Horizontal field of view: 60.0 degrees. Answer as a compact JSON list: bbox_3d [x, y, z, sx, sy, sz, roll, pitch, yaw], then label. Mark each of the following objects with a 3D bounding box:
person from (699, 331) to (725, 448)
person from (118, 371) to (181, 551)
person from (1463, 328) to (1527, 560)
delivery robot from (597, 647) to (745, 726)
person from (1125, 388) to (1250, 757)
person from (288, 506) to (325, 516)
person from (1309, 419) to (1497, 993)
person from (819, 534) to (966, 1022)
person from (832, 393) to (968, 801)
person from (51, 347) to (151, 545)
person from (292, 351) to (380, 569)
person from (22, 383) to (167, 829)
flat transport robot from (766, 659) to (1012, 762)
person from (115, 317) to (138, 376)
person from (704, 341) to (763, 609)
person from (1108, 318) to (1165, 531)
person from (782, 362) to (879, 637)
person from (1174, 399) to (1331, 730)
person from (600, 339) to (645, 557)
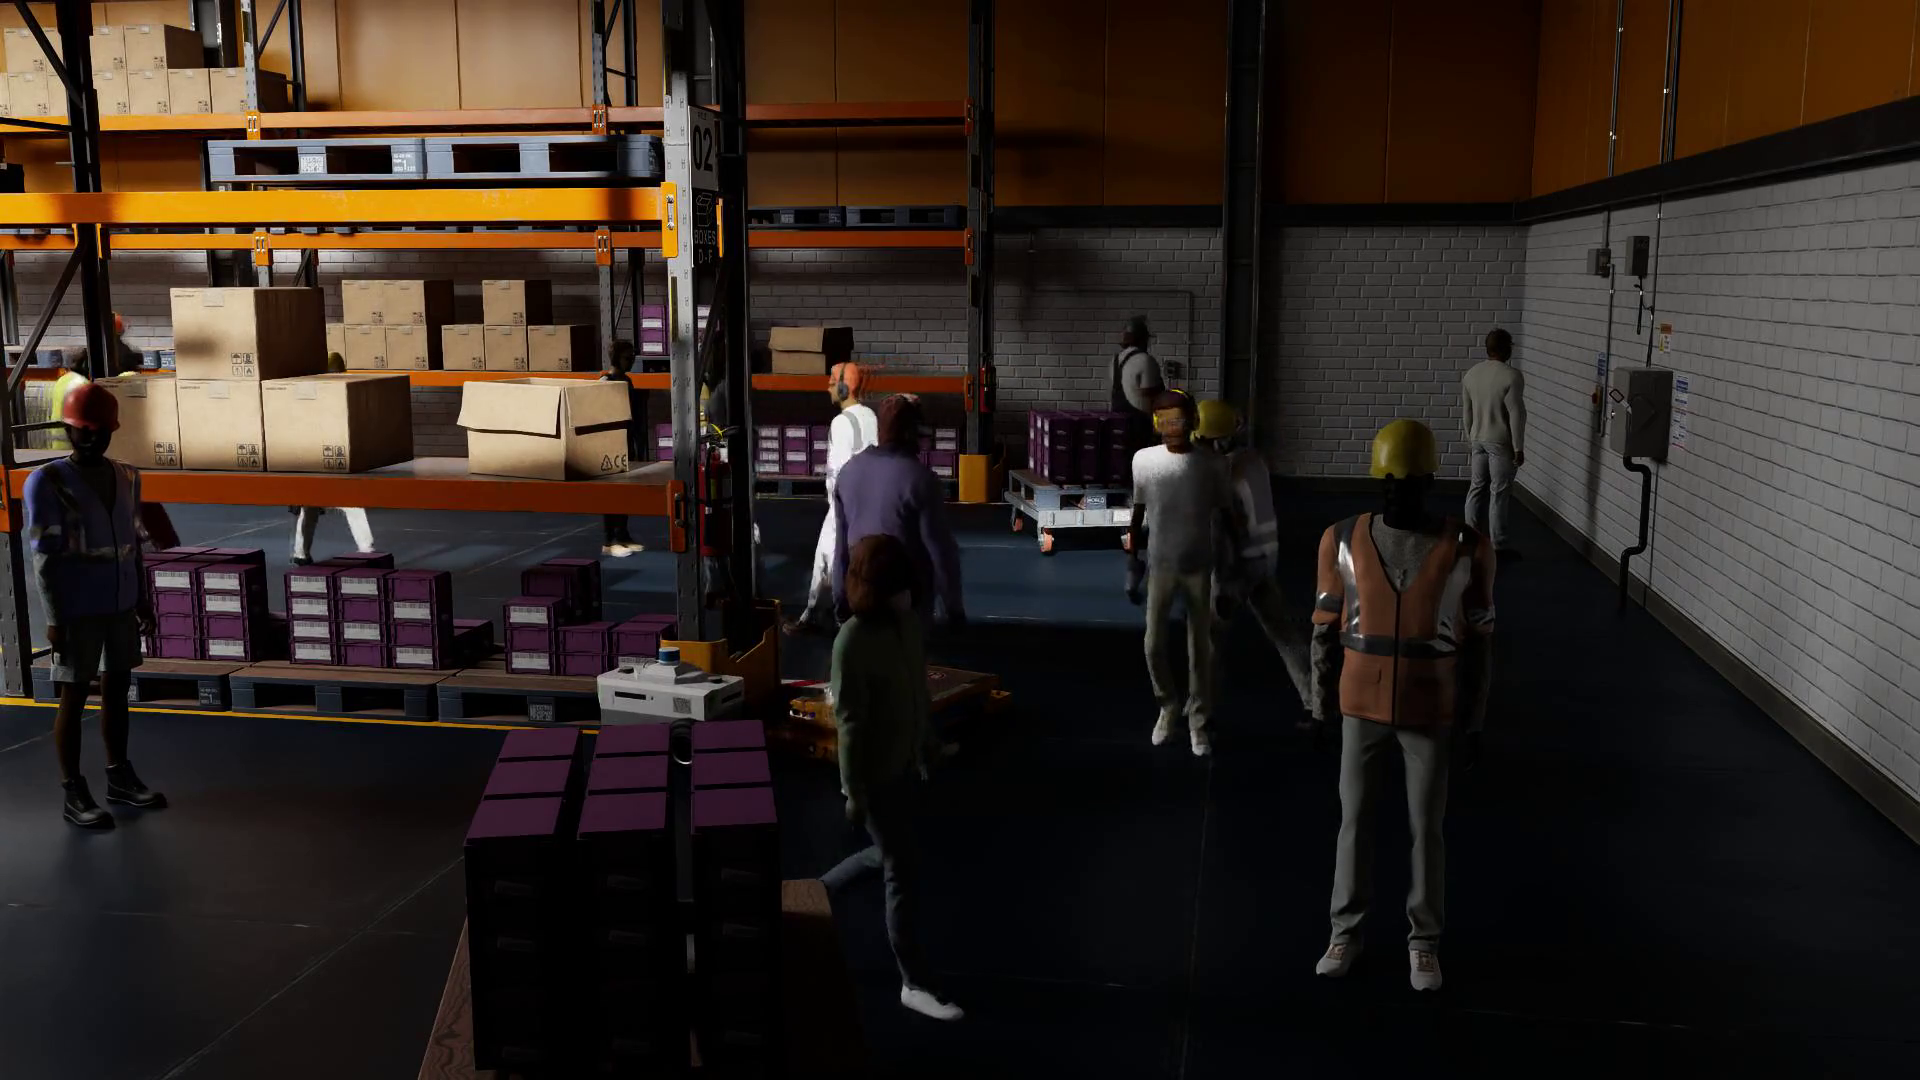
[{"bbox_3d":[-2.441,-1.167,16.543,0.430,1.845,0.619,0,9,0],"label":"person"},{"bbox_3d":[-5.492,-0.253,11.136,0.532,1.745,0.561,1,9,7],"label":"person"},{"bbox_3d":[4.488,-0.800,13.963,0.372,1.940,0.632,-5,11,-29],"label":"person"},{"bbox_3d":[-1.430,0.770,8.211,0.707,0.478,0.477,4,10,24],"label":"delivery robot"},{"bbox_3d":[1.144,0.167,8.286,0.625,1.847,0.395,2,9,10],"label":"person"},{"bbox_3d":[-6.562,-1.209,16.507,0.361,1.938,0.545,-5,10,-28],"label":"person"},{"bbox_3d":[1.471,0.555,5.592,0.594,1.926,0.368,3,10,20],"label":"person"},{"bbox_3d":[-0.318,0.752,5.388,0.674,1.604,0.518,4,10,25],"label":"person"},{"bbox_3d":[-0.278,0.256,7.722,0.966,1.862,0.654,-9,13,-44],"label":"person"},{"bbox_3d":[-7.368,-0.730,14.034,0.989,1.779,0.699,-9,13,-43],"label":"person"},{"bbox_3d":[-5.000,-0.605,13.251,0.899,1.790,0.595,5,10,28],"label":"person"},{"bbox_3d":[-3.772,0.278,7.300,0.376,1.932,0.543,4,10,23],"label":"person"},{"bbox_3d":[-0.357,0.878,8.712,0.652,0.197,1.431,5,11,31],"label":"flat transport robot"},{"bbox_3d":[-8.836,-1.378,17.534,0.394,1.956,0.739,-4,10,-21],"label":"person"},{"bbox_3d":[-1.704,-0.456,11.909,0.640,1.919,0.651,2,9,13],"label":"person"},{"bbox_3d":[1.668,-1.112,15.581,0.605,2.000,0.746,-4,10,-22],"label":"person"},{"bbox_3d":[-0.682,-0.240,10.828,0.969,1.838,0.587,4,10,23],"label":"person"},{"bbox_3d":[1.532,0.154,8.627,0.849,1.770,0.636,6,11,33],"label":"person"},{"bbox_3d":[-2.902,-0.788,14.182,0.327,1.842,0.517,2,9,13],"label":"person"}]
